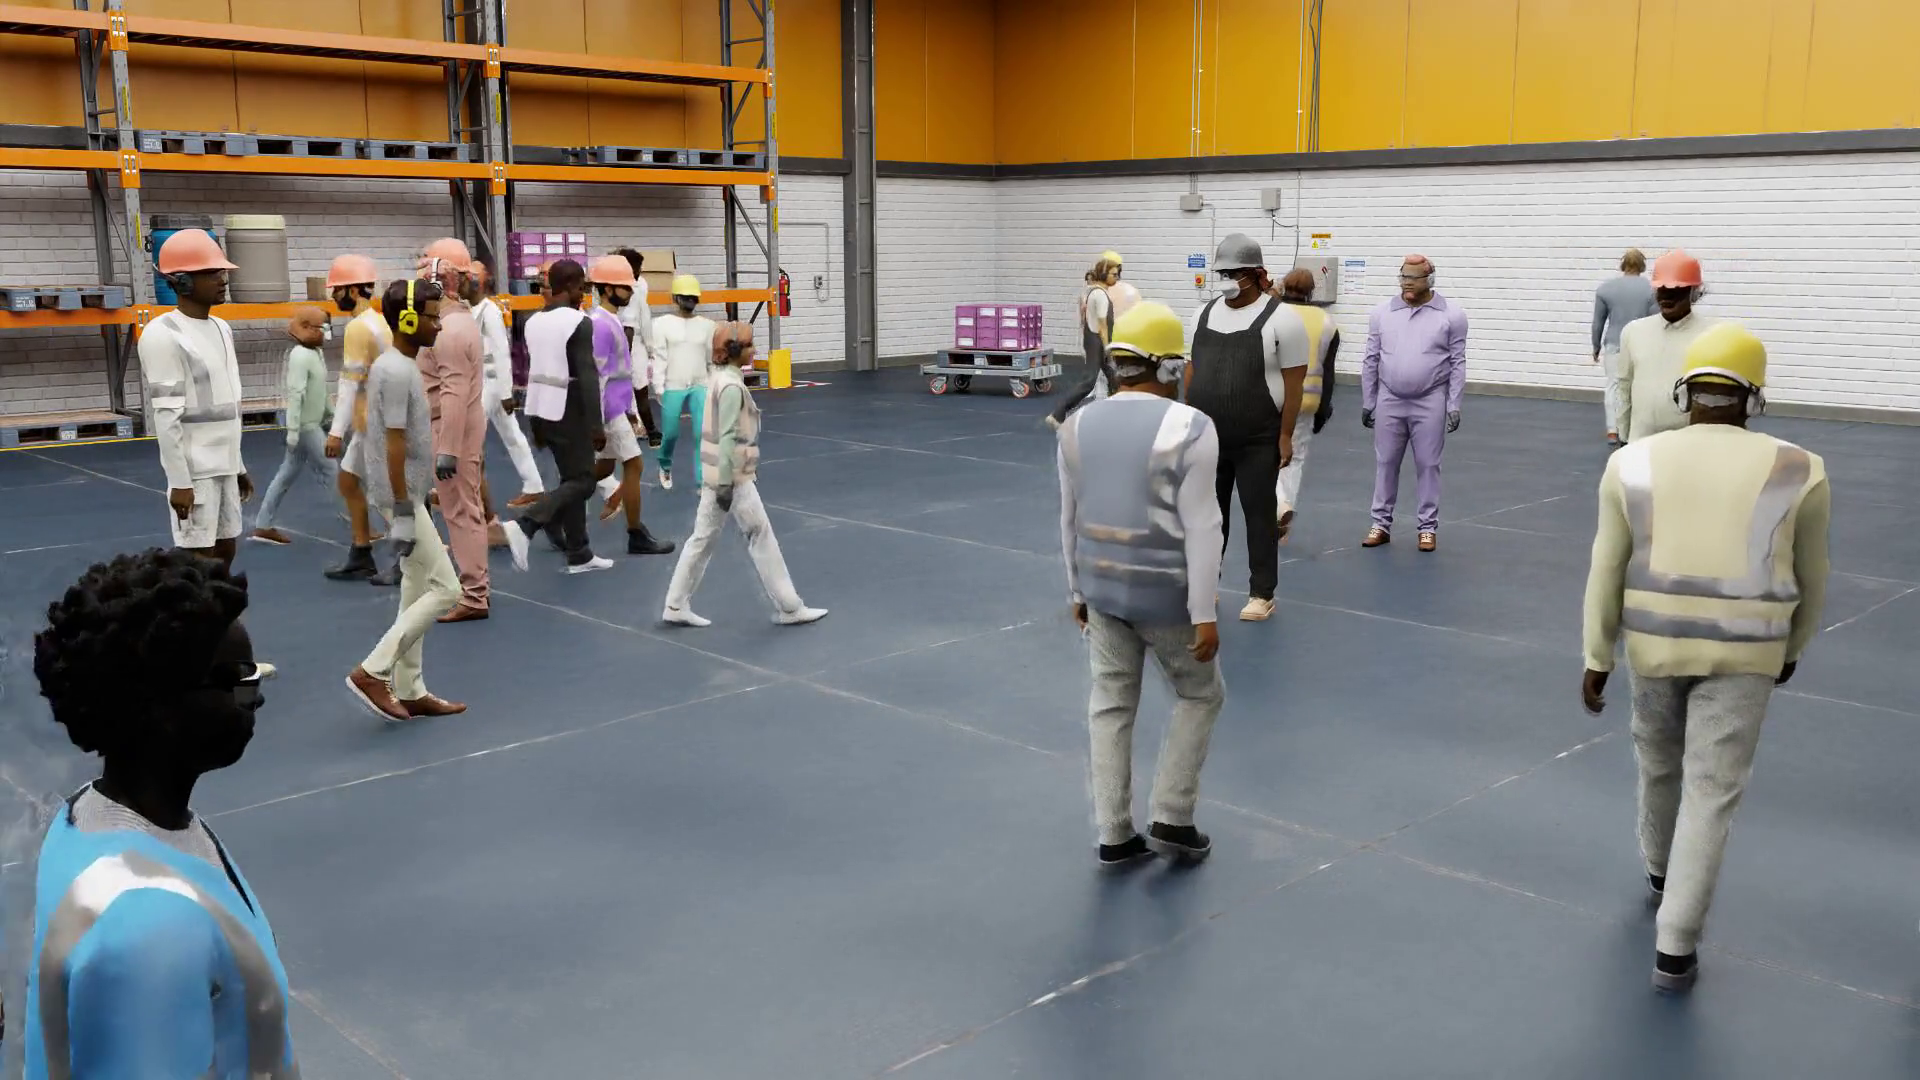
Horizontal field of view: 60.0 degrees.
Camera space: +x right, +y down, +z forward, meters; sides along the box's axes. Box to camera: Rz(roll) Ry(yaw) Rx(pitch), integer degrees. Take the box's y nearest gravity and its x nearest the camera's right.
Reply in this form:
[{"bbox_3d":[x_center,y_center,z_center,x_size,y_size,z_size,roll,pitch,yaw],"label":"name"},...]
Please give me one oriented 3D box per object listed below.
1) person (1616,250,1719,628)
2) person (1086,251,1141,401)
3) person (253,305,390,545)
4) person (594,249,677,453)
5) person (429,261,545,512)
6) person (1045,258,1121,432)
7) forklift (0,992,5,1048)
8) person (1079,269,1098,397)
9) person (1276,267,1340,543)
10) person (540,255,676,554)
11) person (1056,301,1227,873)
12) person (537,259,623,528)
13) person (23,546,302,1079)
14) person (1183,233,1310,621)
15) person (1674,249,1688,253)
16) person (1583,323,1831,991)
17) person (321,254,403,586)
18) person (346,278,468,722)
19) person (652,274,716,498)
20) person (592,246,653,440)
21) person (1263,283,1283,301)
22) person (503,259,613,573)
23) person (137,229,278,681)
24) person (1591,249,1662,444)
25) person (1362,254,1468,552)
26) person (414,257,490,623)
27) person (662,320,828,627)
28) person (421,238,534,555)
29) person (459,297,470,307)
[{"bbox_3d":[3.653,-0.508,8.606,0.621,1.936,1.035,9,14,41],"label":"person"},{"bbox_3d":[1.555,-2.020,17.055,0.575,1.873,1.022,2,11,10],"label":"person"},{"bbox_3d":[-4.228,-0.736,10.820,0.873,1.571,0.596,-2,11,-11],"label":"person"},{"bbox_3d":[-3.174,-1.754,15.536,1.045,1.906,0.625,-10,14,-43],"label":"person"},{"bbox_3d":[-3.537,-1.111,12.158,1.028,1.825,0.573,-4,11,-23],"label":"person"},{"bbox_3d":[1.338,-1.930,16.747,0.949,1.802,0.495,2,11,11],"label":"person"},{"bbox_3d":[-3.245,0.323,3.363,2.313,2.155,1.214,2,11,13],"label":"forklift"},{"bbox_3d":[1.771,-2.630,21.068,0.520,1.606,0.799,4,11,23],"label":"person"},{"bbox_3d":[2.139,-0.859,10.836,0.650,1.823,0.533,-2,11,-10],"label":"person"},{"bbox_3d":[-2.294,-0.838,10.501,0.846,1.910,0.543,-2,11,-10],"label":"person"},{"bbox_3d":[0.613,0.154,5.307,0.628,1.814,0.518,8,13,39],"label":"person"},{"bbox_3d":[-2.627,-0.989,11.416,0.511,1.866,0.593,-3,11,-18],"label":"person"},{"bbox_3d":[-1.005,0.840,1.953,0.598,1.680,0.538,-5,12,-27],"label":"person"},{"bbox_3d":[1.441,-0.593,8.779,0.689,2.000,0.537,8,13,37],"label":"person"},{"bbox_3d":[7.239,-2.026,17.009,0.998,1.896,0.641,9,14,41],"label":"person"},{"bbox_3d":[2.093,0.288,4.683,0.584,1.774,0.912,7,12,33],"label":"person"},{"bbox_3d":[-3.467,-0.667,9.551,0.741,1.909,0.554,-2,11,-11],"label":"person"},{"bbox_3d":[-2.273,-0.147,6.875,0.408,1.849,0.569,-4,11,-22],"label":"person"},{"bbox_3d":[-2.152,-1.202,12.931,0.525,1.734,0.808,-4,11,-22],"label":"person"},{"bbox_3d":[-3.355,-1.936,16.442,0.707,1.916,0.502,5,11,25],"label":"person"},{"bbox_3d":[2.753,-1.426,14.454,0.528,1.618,0.621,9,14,41],"label":"person"},{"bbox_3d":[-2.403,-0.702,9.803,0.712,1.883,0.641,-10,14,-42],"label":"person"},{"bbox_3d":[-3.305,-0.329,7.319,0.364,2.048,0.611,0,10,1],"label":"person"},{"bbox_3d":[6.529,-1.896,16.319,0.649,1.886,1.015,5,11,24],"label":"person"},{"bbox_3d":[2.898,-0.877,10.697,0.651,1.904,0.403,5,12,26],"label":"person"},{"bbox_3d":[-2.697,-0.522,8.760,0.401,1.906,0.651,-2,11,-11],"label":"person"},{"bbox_3d":[-1.156,-0.327,8.538,0.857,1.589,0.534,-3,11,-15],"label":"person"},{"bbox_3d":[-3.149,-0.886,10.480,0.951,1.992,0.599,-7,12,-32],"label":"person"},{"bbox_3d":[-5.480,-2.187,17.973,0.527,1.860,0.321,-2,11,-9],"label":"person"}]
